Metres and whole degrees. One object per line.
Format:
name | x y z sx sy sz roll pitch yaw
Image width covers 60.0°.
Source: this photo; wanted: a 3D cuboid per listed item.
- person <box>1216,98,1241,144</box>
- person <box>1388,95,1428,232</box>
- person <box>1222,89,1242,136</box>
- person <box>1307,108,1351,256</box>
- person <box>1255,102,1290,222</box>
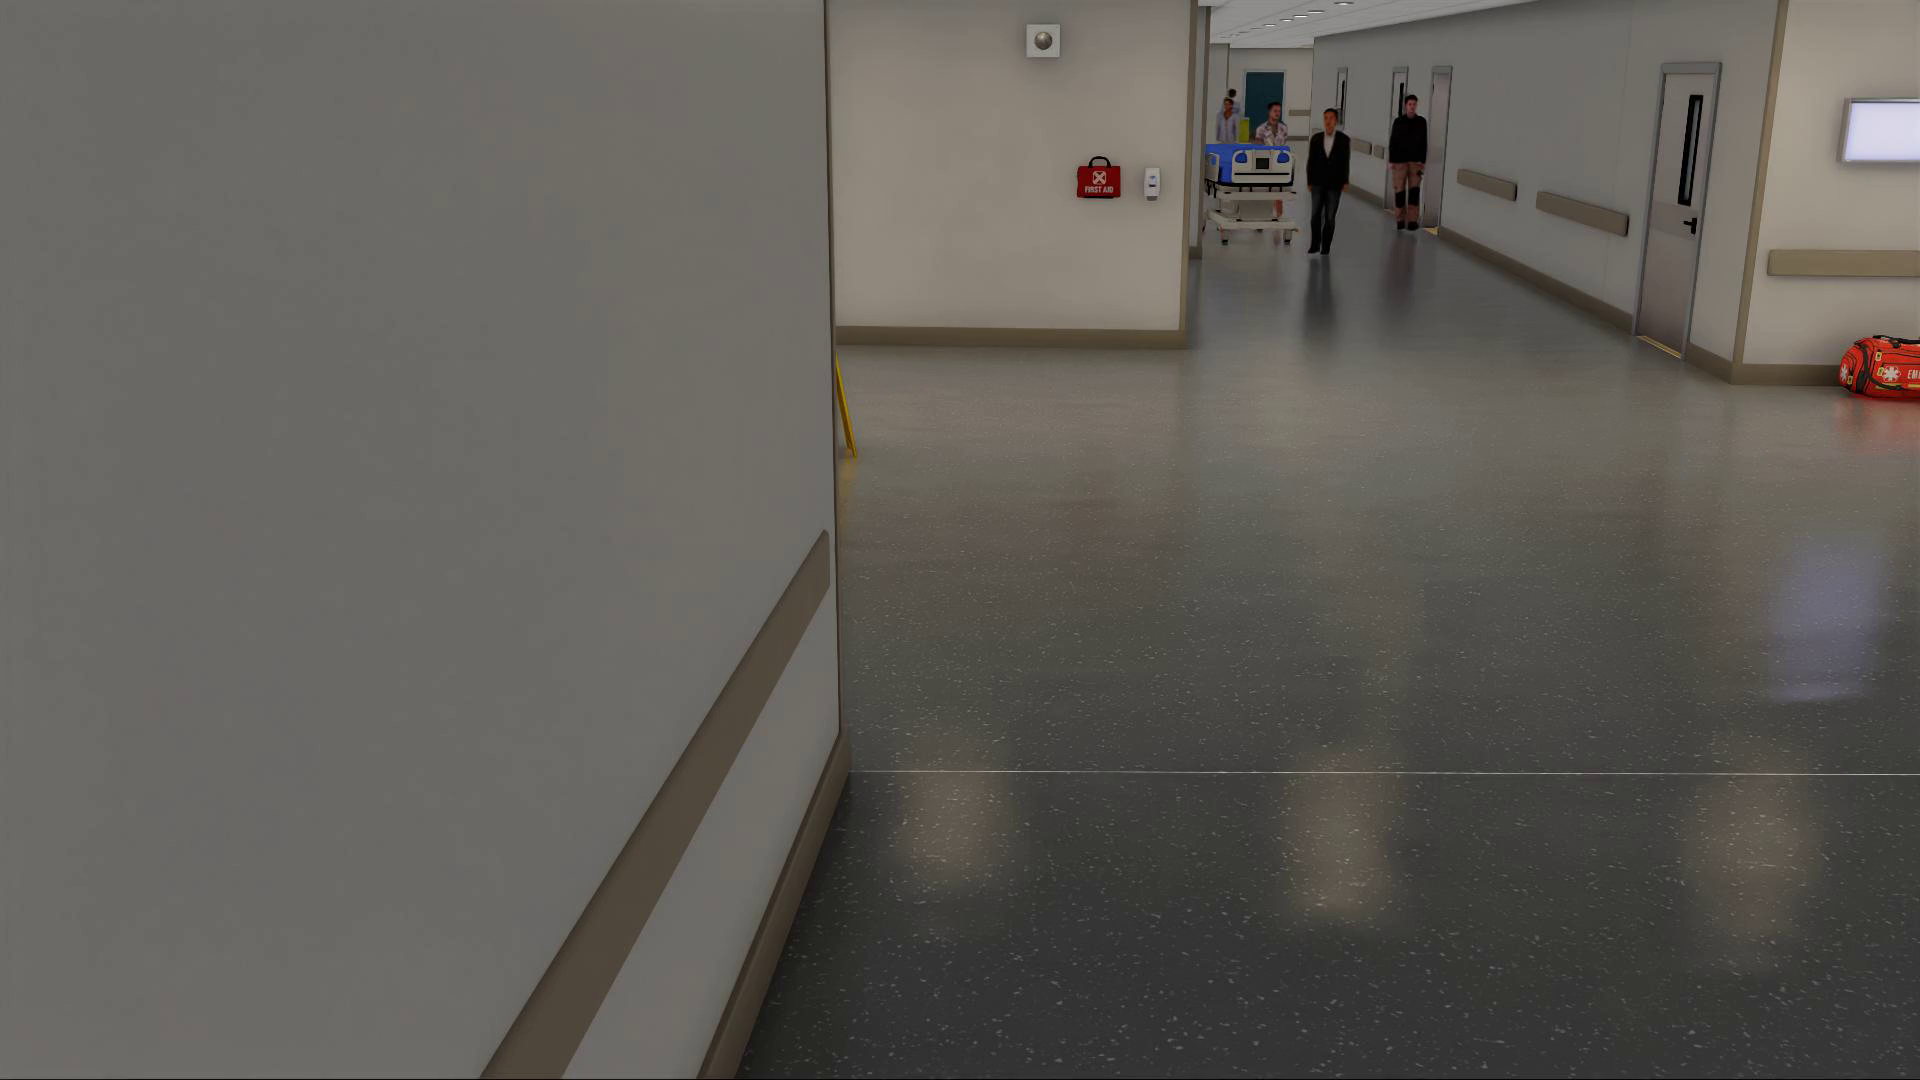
person | 5.288 -7.795 32.789 1.117 1.690 0.892 5 17 18
person | 6.428 -5.408 23.946 0.931 1.895 0.759 2 16 5
person | 6.365 -9.680 39.281 1.205 1.796 0.930 5 17 18
person | 4.627 -4.479 20.846 0.696 1.788 0.810 5 16 16
person | 4.577 -5.602 24.832 1.058 1.786 0.934 -3 16 -9
